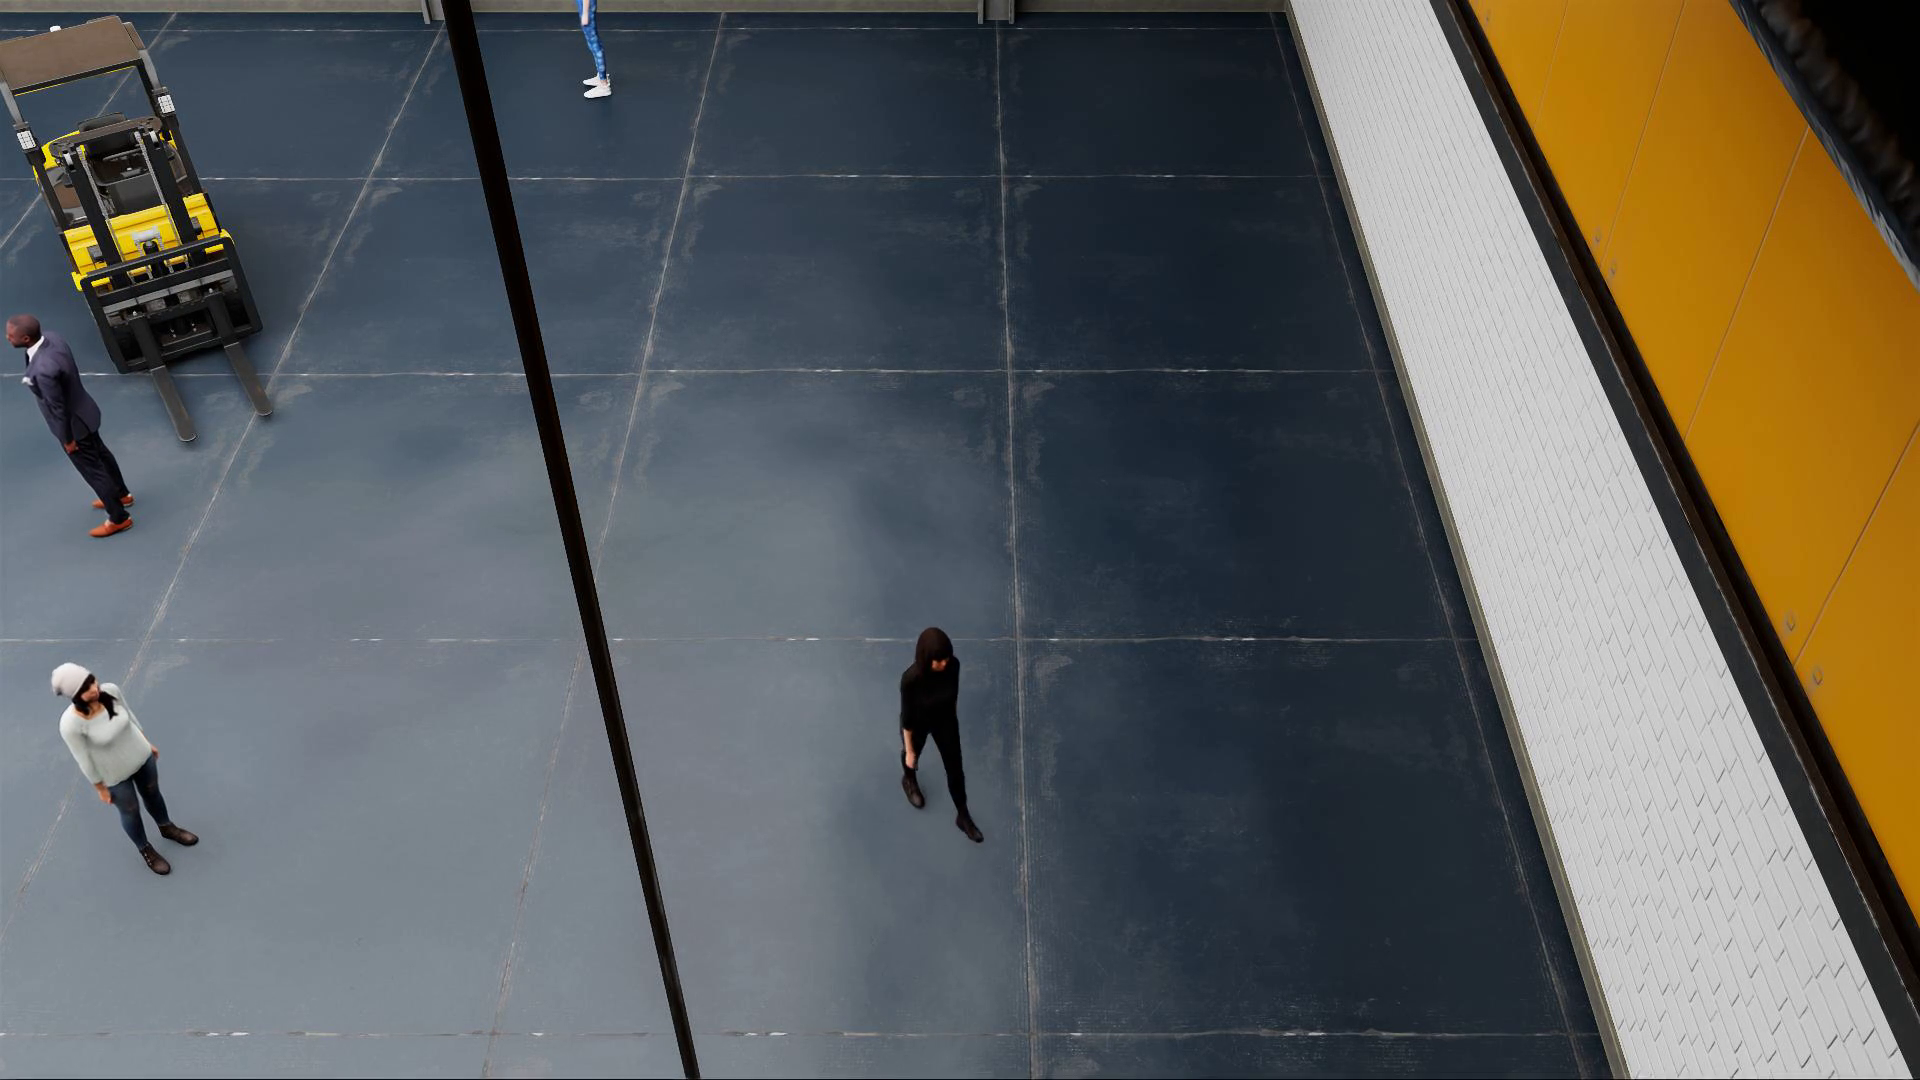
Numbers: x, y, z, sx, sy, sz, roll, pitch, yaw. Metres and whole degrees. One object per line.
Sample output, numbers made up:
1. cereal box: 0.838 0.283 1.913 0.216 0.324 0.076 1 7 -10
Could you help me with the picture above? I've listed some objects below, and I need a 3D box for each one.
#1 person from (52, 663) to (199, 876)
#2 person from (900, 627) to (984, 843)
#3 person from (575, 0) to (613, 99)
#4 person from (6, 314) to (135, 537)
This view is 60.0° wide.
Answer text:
1. person: -4.843 1.288 9.608 0.619 1.643 0.640 17 46 17
2. person: -0.238 1.040 9.891 0.959 1.613 0.908 -19 47 -19
3. person: -3.666 -5.233 16.350 0.626 1.785 0.601 -7 44 -7
4. person: -6.239 -0.841 11.716 0.701 1.819 0.754 -12 45 -12
